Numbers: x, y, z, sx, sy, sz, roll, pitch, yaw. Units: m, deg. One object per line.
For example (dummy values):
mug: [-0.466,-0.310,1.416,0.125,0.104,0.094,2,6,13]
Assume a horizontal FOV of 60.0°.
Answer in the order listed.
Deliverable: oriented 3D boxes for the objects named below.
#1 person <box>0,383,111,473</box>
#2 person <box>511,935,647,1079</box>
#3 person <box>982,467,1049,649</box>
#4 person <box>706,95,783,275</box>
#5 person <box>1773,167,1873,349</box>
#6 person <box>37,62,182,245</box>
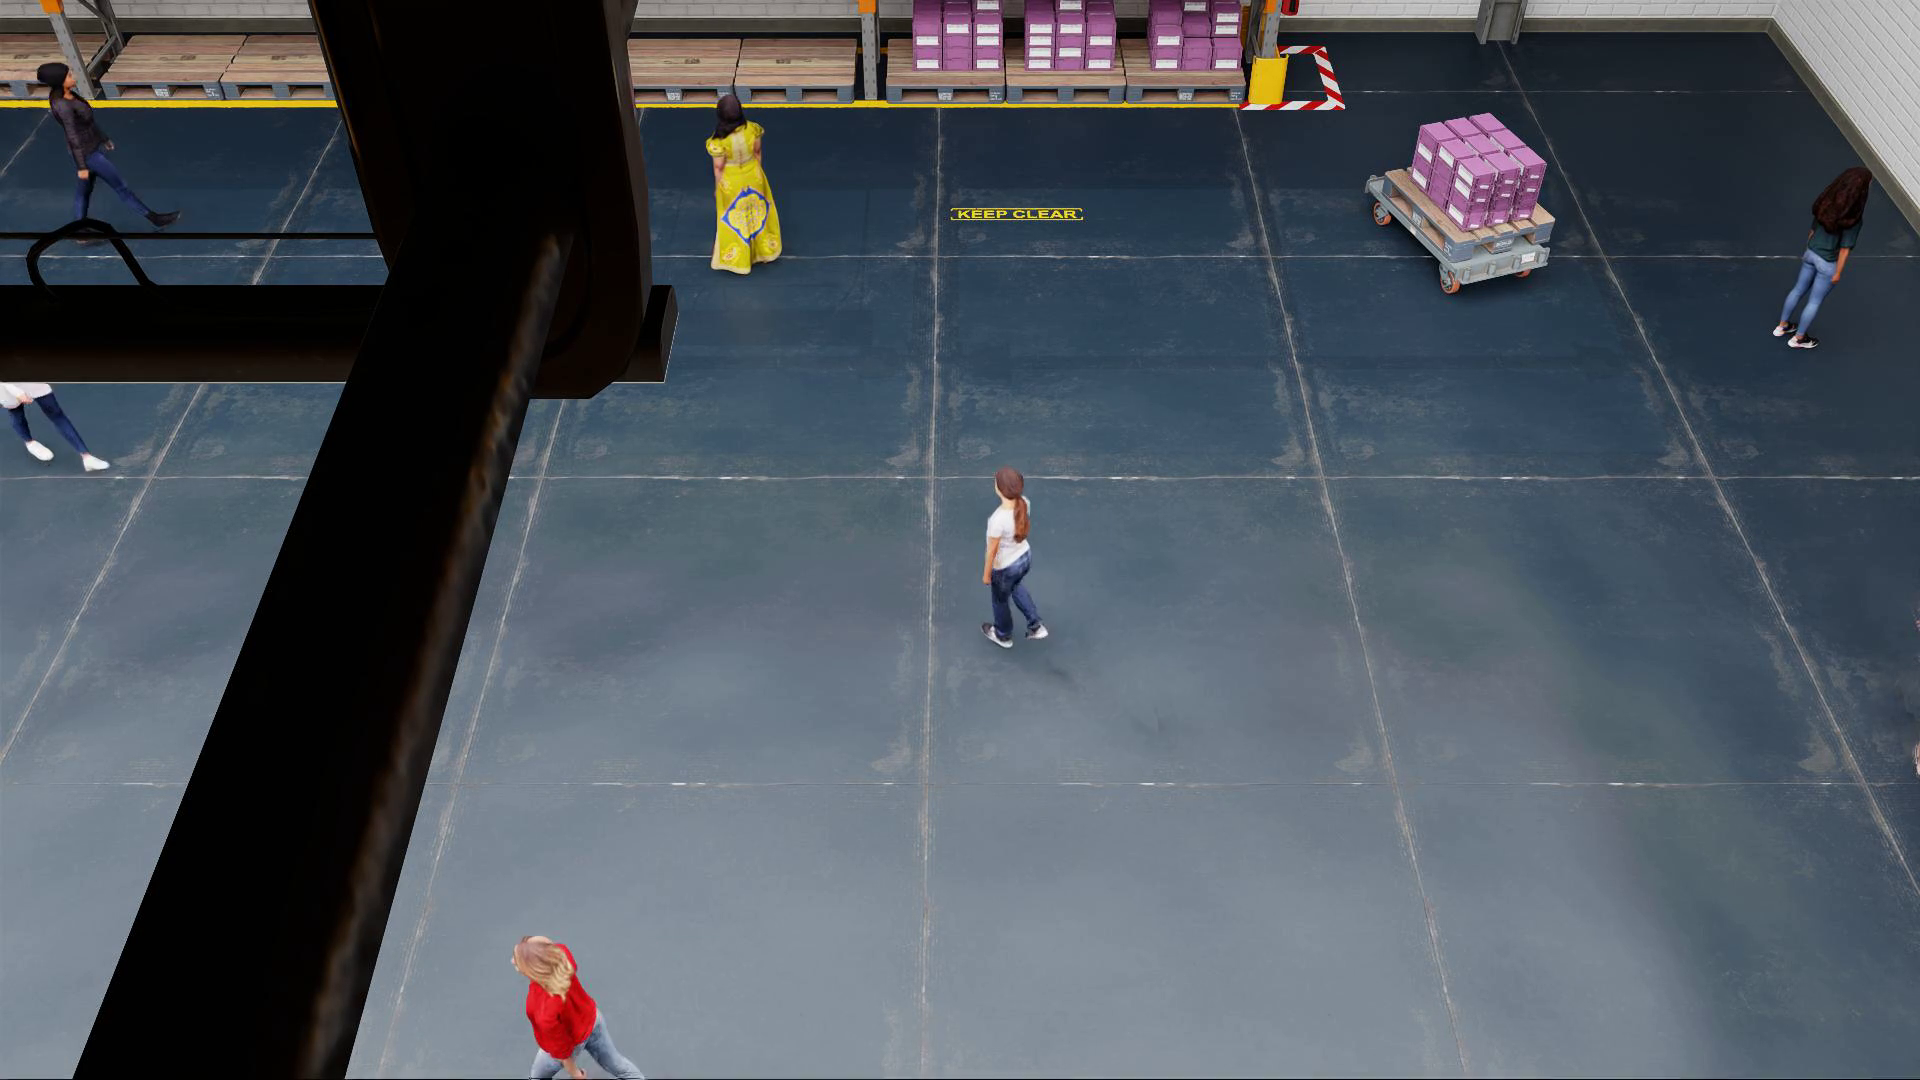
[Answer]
person: [-7.047,-1.218,12.288,1.173,1.732,0.973,22,48,21]
person: [-1.888,2.513,8.429,1.166,1.654,0.733,5,44,6]
person: [0.374,0.170,10.960,0.828,1.554,0.753,31,52,28]
person: [-1.891,-3.059,14.273,0.968,1.660,1.062,-27,50,-25]
person: [7.019,-2.296,13.507,0.695,1.612,0.677,-13,45,-14]
person: [-7.712,-3.325,14.521,1.239,1.703,0.938,-16,46,-16]
